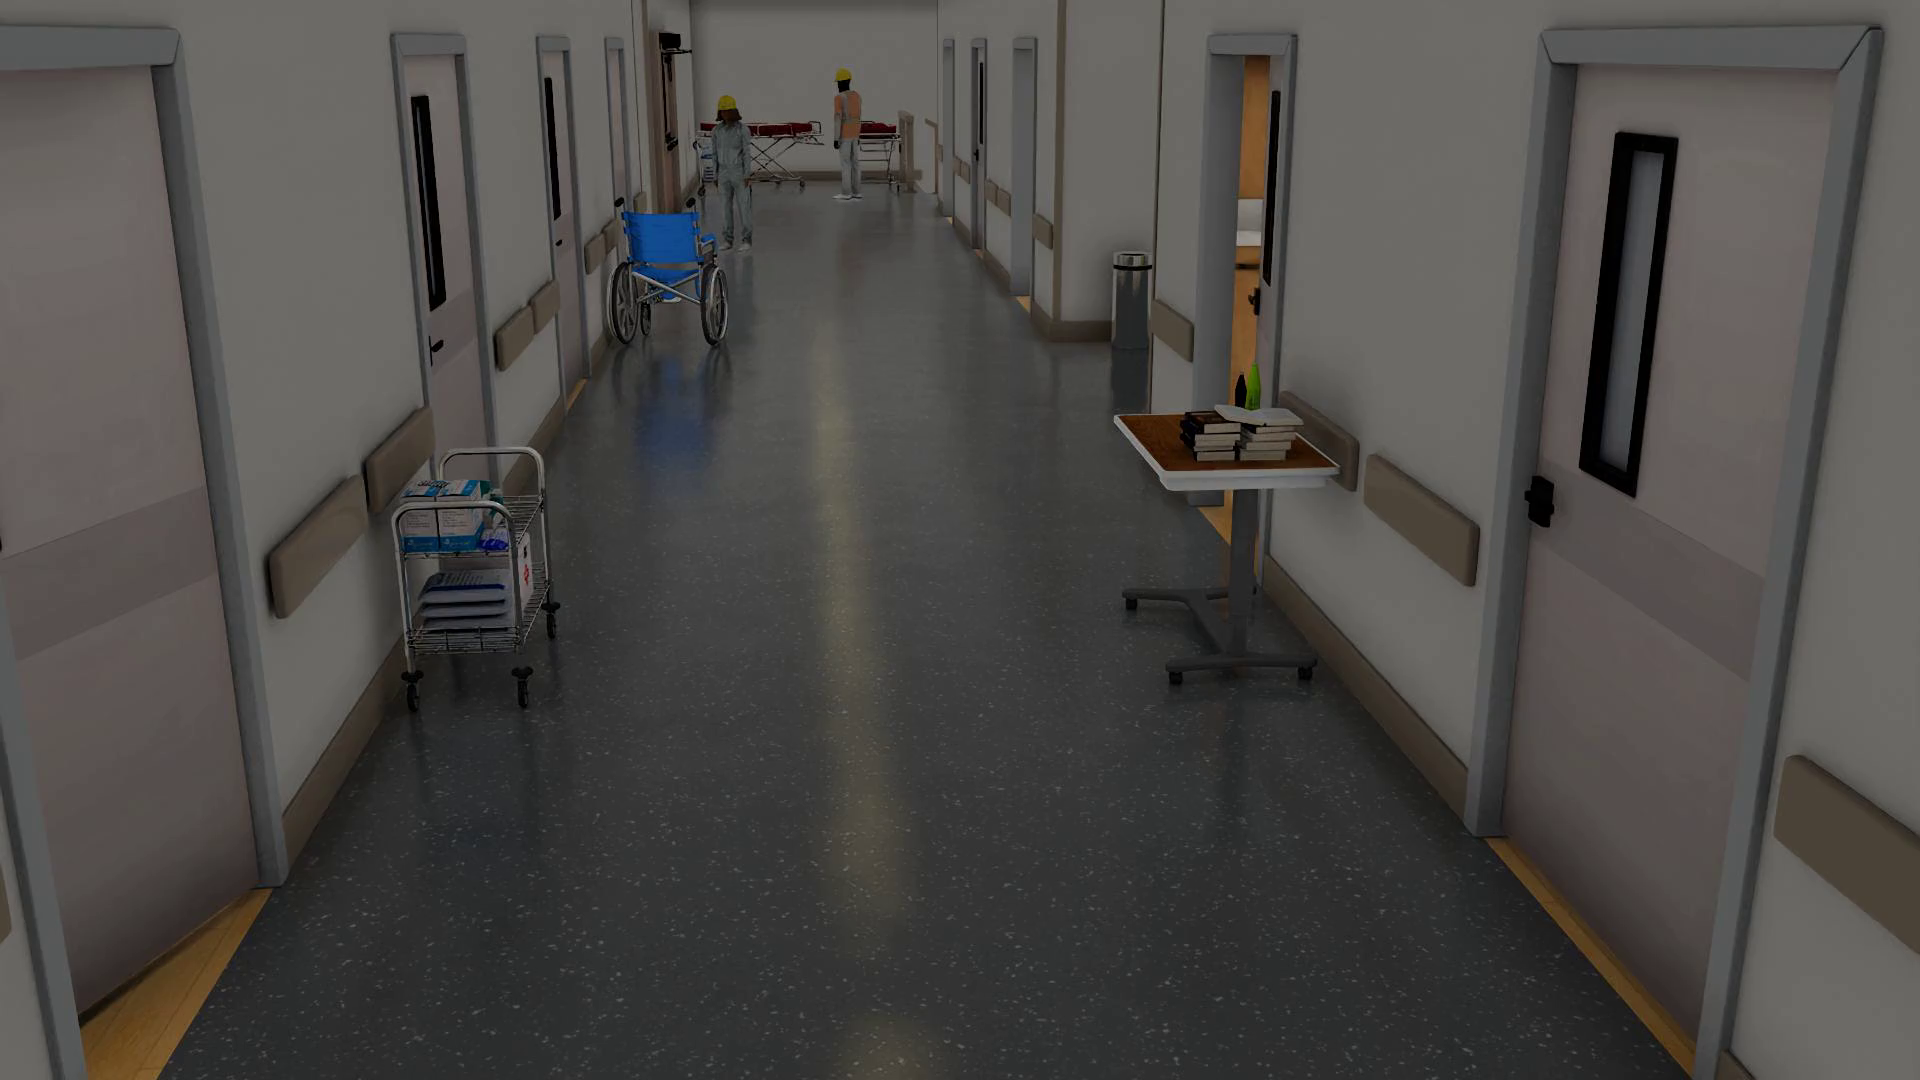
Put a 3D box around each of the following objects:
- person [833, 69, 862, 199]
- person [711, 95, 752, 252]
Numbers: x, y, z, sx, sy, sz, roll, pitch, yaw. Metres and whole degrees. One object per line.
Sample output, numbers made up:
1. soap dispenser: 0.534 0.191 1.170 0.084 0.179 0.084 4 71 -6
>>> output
1. person: -1.714 -6.112 25.091 0.398 1.920 0.586 11 20 32
2. person: -2.578 -4.126 18.769 0.480 1.734 0.335 5 17 16
